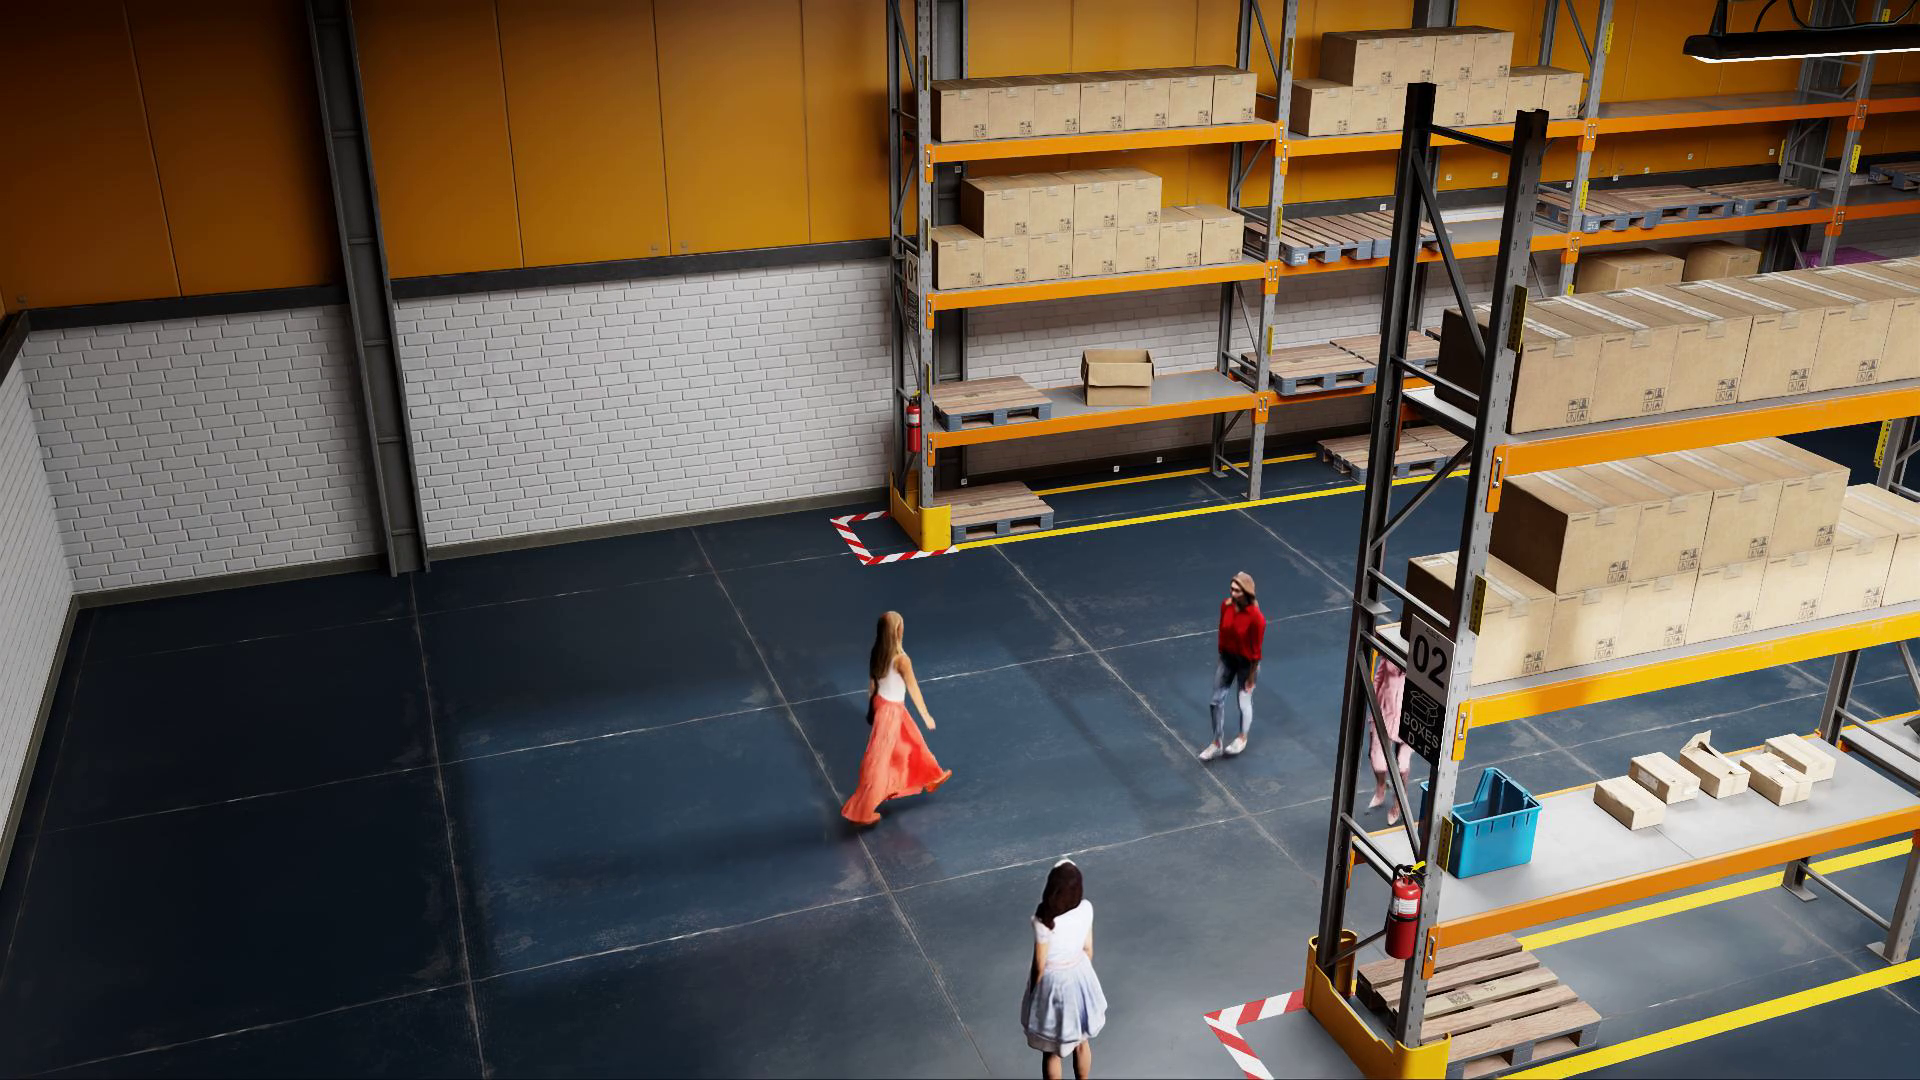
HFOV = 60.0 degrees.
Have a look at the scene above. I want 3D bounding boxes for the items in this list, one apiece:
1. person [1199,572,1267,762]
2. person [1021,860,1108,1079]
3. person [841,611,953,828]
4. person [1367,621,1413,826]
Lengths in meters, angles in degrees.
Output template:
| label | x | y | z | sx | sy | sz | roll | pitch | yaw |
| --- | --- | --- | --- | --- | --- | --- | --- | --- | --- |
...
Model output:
| label | x | y | z | sx | sy | sz | roll | pitch | yaw |
| --- | --- | --- | --- | --- | --- | --- | --- | --- | --- |
| person | 2.358 | 1.019 | 13.750 | 0.892 | 1.689 | 0.804 | -22 | 32 | -40 |
| person | 0.607 | 2.670 | 9.810 | 0.673 | 1.819 | 0.772 | -11 | 26 | -23 |
| person | -0.624 | 1.426 | 12.744 | 1.302 | 1.749 | 0.788 | -13 | 27 | -27 |
| person | 3.417 | 1.337 | 12.884 | 0.742 | 1.799 | 0.778 | 14 | 27 | 30 |
